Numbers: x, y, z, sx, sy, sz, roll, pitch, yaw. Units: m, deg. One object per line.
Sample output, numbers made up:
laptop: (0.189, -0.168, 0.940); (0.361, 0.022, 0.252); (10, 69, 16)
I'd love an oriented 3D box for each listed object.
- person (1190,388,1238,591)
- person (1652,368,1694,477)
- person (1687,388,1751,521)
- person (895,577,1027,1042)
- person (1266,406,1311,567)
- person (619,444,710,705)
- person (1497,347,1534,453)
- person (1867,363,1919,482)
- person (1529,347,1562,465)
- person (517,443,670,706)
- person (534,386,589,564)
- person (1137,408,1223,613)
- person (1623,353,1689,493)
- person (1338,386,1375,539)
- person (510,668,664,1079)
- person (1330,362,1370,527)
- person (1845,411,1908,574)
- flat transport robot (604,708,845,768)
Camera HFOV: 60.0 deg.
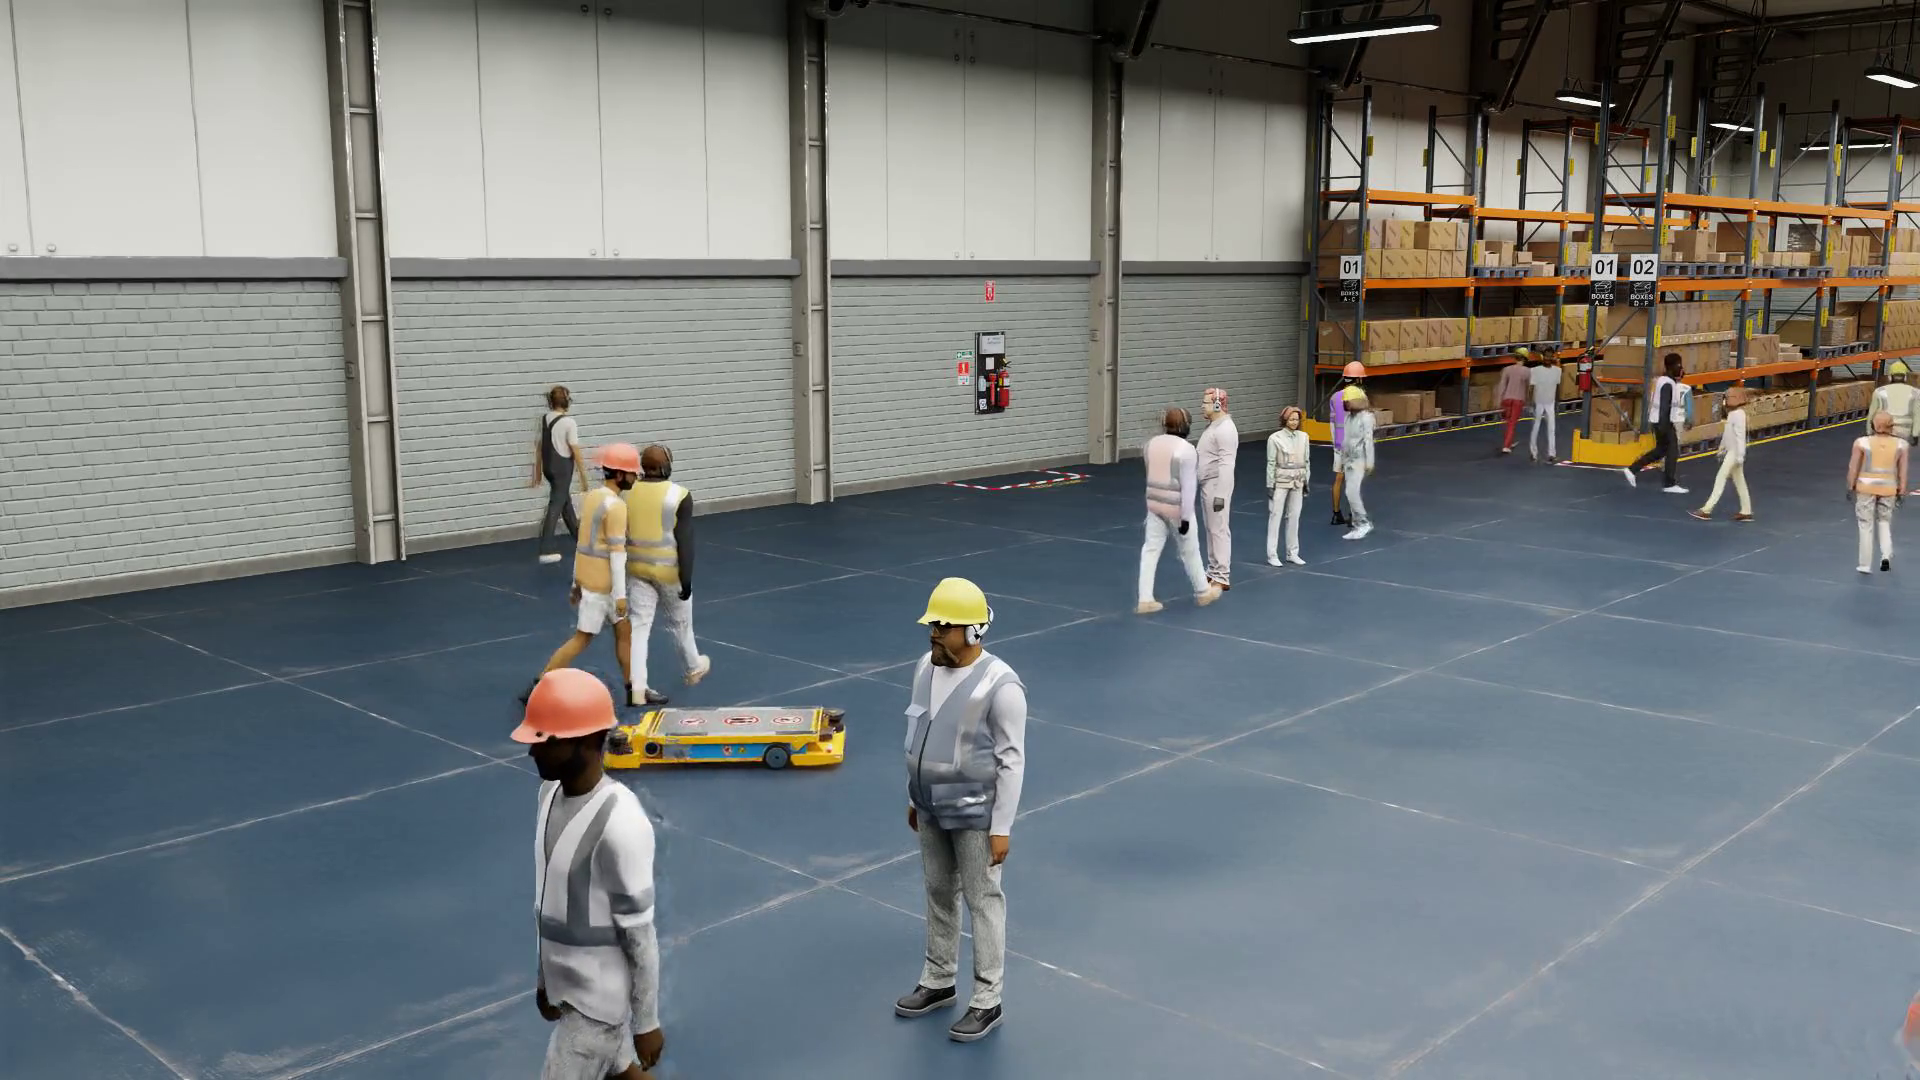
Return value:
person: (2.382, -0.474, 15.648); (0.409, 1.907, 0.651); (0, 9, -3)
person: (10.335, -1.712, 24.062); (0.551, 1.616, 0.606); (8, 12, 41)
person: (9.139, -1.017, 19.894); (0.796, 1.601, 0.515); (3, 10, 18)
person: (-0.013, 1.050, 6.584); (0.403, 1.834, 0.588); (-9, 13, -42)
person: (3.327, -0.543, 16.912); (0.514, 1.634, 0.313); (-5, 10, -27)
person: (-2.100, 0.219, 11.733); (0.638, 1.794, 0.958); (3, 10, 17)
person: (9.146, -2.291, 27.284); (0.527, 1.718, 0.901); (9, 13, 43)
person: (12.397, -1.465, 22.110); (0.604, 1.773, 0.959); (3, 10, 19)
person: (9.018, -2.063, 25.623); (0.517, 1.807, 0.993); (1, 9, 4)
person: (-2.522, 0.279, 11.241); (1.003, 1.871, 0.558); (-4, 10, -25)
person: (-4.054, -0.687, 17.238); (0.537, 1.802, 0.940); (7, 12, 37)
person: (1.926, -0.270, 14.727); (0.947, 1.790, 0.637); (-8, 12, -40)
person: (9.459, -1.587, 22.473); (0.747, 1.895, 0.599); (3, 10, 17)
person: (4.387, -0.853, 18.503); (0.392, 1.721, 0.501); (-3, 10, -20)
person: (-1.051, 1.289, 4.953); (0.972, 1.902, 0.554); (-6, 11, -34)
person: (4.578, -1.116, 19.470); (0.358, 1.938, 0.545); (-7, 12, -37)
person: (9.066, -0.466, 16.476); (0.516, 1.626, 0.370); (2, 9, 11)
flat transport robot: (-1.440, 1.216, 10.323); (1.431, 0.197, 0.652); (0, 9, -3)
